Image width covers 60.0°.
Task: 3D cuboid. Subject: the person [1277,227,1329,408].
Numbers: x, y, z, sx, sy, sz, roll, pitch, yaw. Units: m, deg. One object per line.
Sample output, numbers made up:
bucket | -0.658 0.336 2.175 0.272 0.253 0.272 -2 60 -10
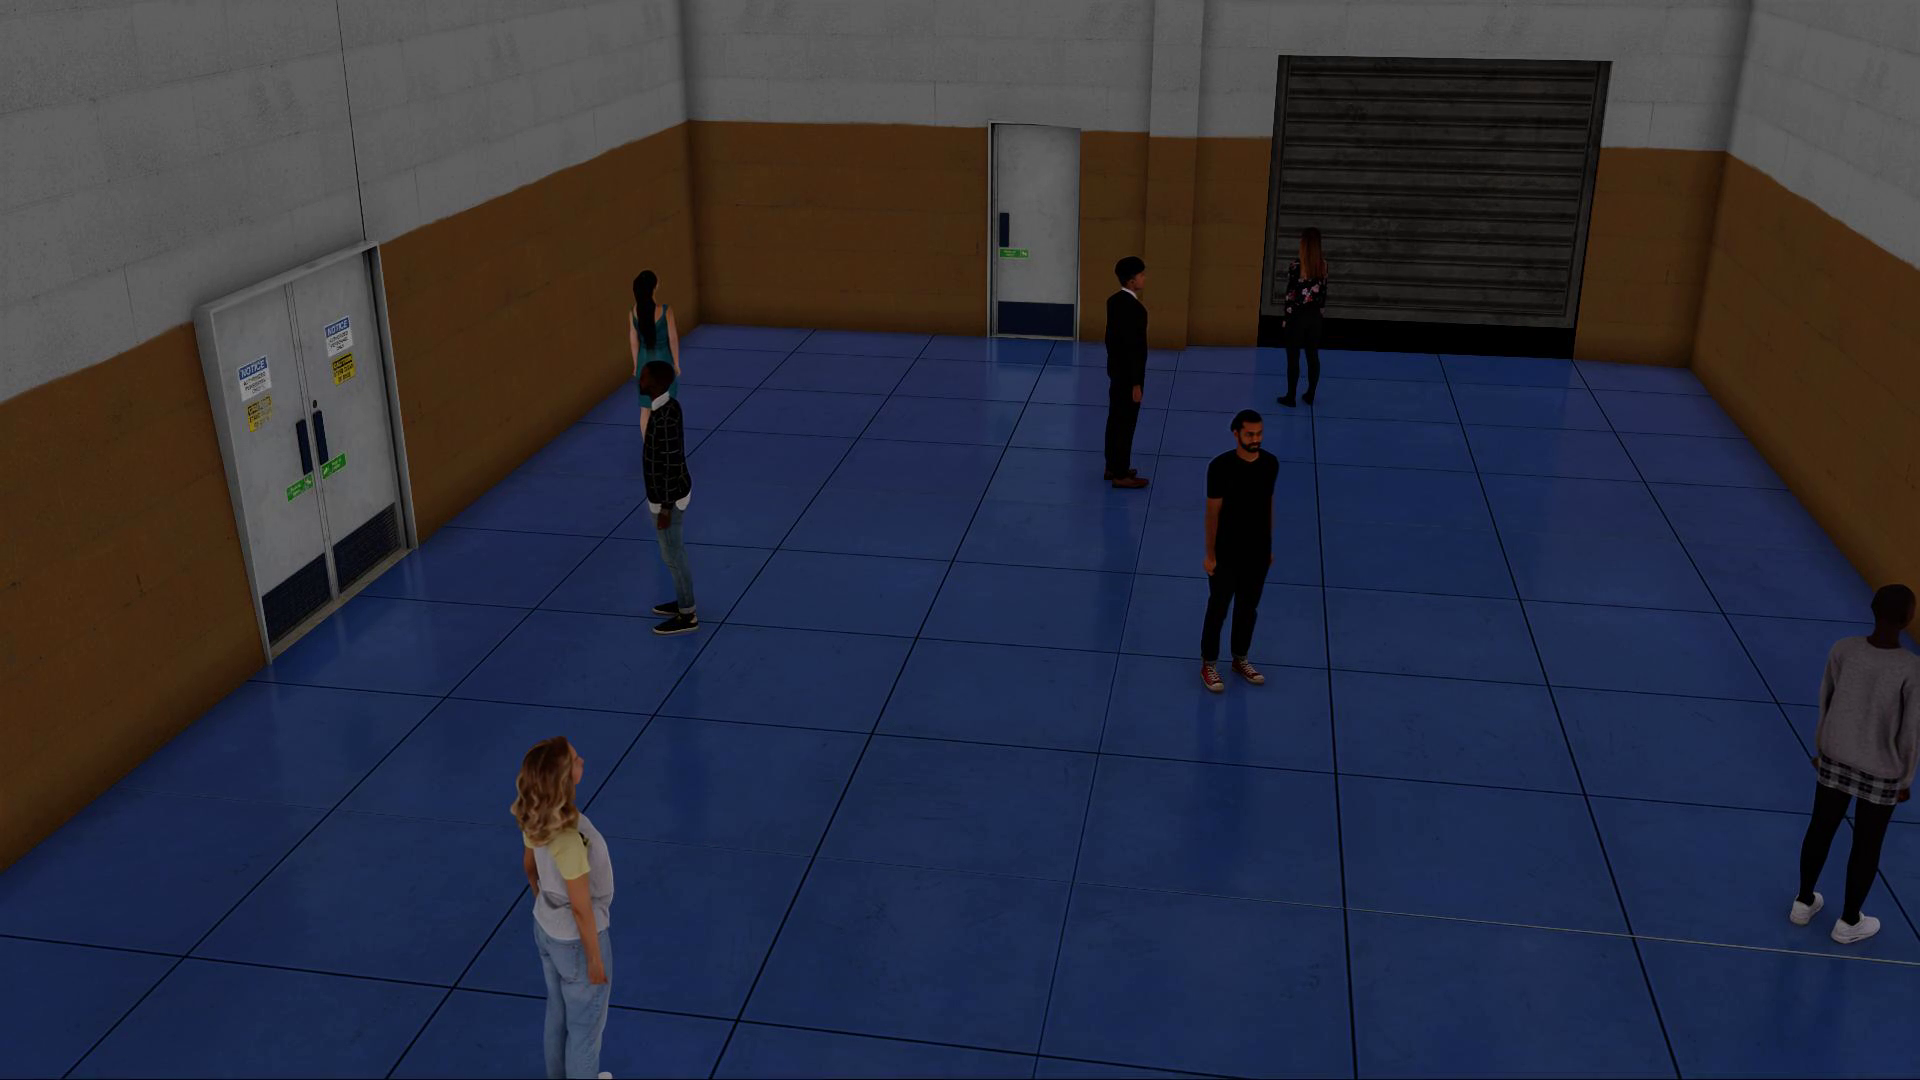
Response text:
person | 3.201 -2.073 15.454 0.601 1.684 0.713 -8 23 -18

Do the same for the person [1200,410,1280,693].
person | 1.691 0.049 10.073 0.664 1.757 0.771 -9 24 -21

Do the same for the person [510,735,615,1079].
person | -1.507 1.530 6.414 0.769 1.723 0.692 -17 27 -36

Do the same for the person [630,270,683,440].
person | -2.528 -1.414 13.811 0.454 1.686 0.632 2 22 4

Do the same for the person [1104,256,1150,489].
person | 1.322 -1.355 13.397 0.721 1.884 0.769 -6 23 -14

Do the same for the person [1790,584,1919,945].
person | 4.137 1.019 7.641 0.752 1.771 0.685 -16 27 -34

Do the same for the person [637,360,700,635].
person | -1.889 -0.289 10.832 0.664 1.820 0.737 -3 22 -8
